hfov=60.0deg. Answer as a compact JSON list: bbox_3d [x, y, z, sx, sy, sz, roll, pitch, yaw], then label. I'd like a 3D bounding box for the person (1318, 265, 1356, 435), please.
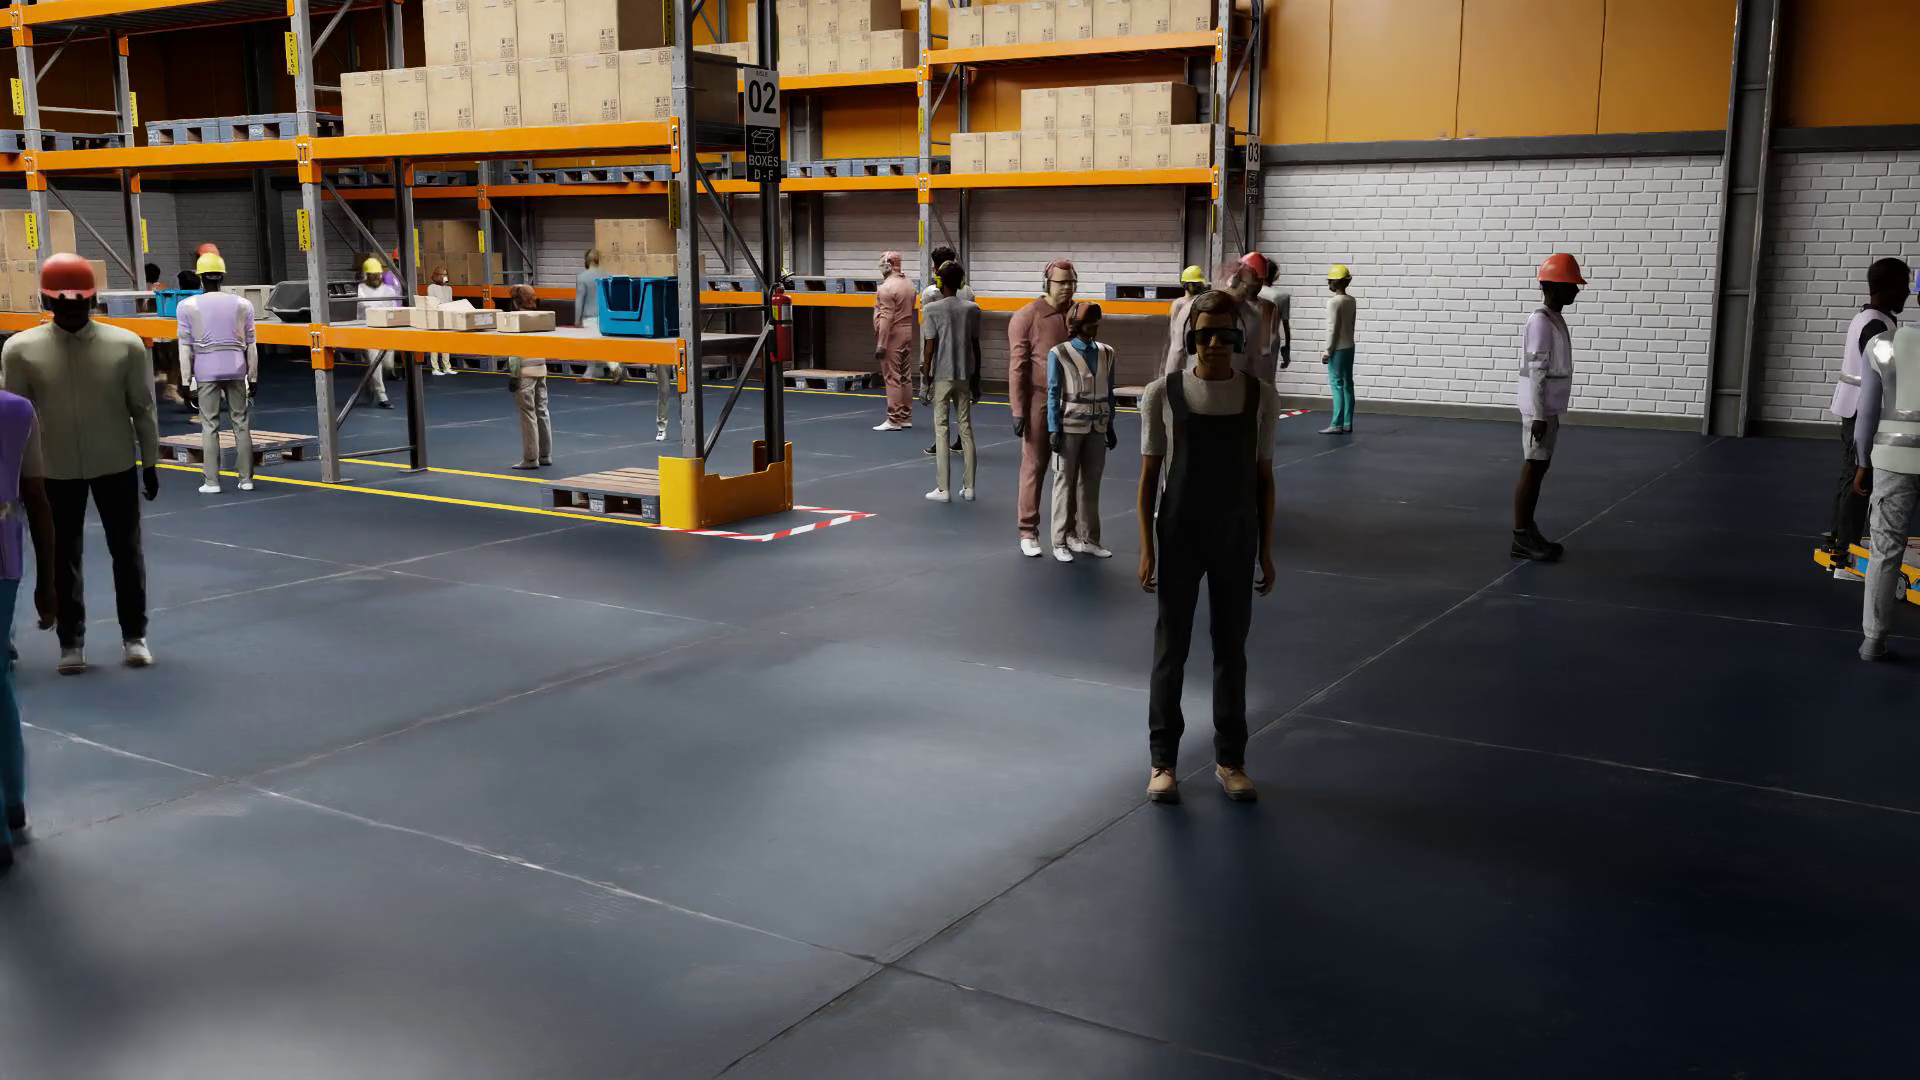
[{"bbox_3d":[3.946,-1.983,17.381,0.331,1.768,0.526,9,14,41],"label":"person"}]

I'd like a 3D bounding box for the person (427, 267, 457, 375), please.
[{"bbox_3d":[-7.800,-3.284,25.027,0.274,1.614,0.498,5,12,27],"label":"person"}]

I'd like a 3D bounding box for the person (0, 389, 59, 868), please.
[{"bbox_3d":[-3.304,0.144,5.423,0.645,1.822,0.569,7,13,35],"label":"person"}]

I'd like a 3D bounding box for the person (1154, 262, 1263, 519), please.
[{"bbox_3d":[1.780,-1.049,11.936,0.790,1.875,0.399,-1,10,-8],"label":"person"}]

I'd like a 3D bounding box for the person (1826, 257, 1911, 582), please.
[{"bbox_3d":[5.416,-0.716,9.936,0.391,1.919,0.587,4,11,22],"label":"person"}]

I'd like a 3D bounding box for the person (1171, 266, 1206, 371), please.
[{"bbox_3d":[2.315,-1.860,16.700,0.310,1.768,0.533,10,14,44],"label":"person"}]

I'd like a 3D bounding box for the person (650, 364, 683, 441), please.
[{"bbox_3d":[-2.891,-1.815,16.813,0.503,1.632,0.274,-2,10,-11],"label":"person"}]

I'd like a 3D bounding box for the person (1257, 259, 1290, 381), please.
[{"bbox_3d":[3.059,-1.896,16.730,0.529,1.826,0.858,2,10,9],"label":"person"}]

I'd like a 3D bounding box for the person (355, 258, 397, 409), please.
[{"bbox_3d":[-7.072,-2.493,20.073,0.733,1.814,0.600,9,14,42],"label":"person"}]

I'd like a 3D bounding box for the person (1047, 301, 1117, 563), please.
[{"bbox_3d":[0.767,-0.687,10.534,0.522,1.645,0.306,-6,12,-32],"label":"person"}]

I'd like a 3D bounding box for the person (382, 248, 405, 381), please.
[{"bbox_3d":[-8.042,-3.251,23.985,0.413,1.927,0.547,5,11,25],"label":"person"}]

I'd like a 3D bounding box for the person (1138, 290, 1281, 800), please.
[{"bbox_3d":[0.895,0.030,6.010,0.507,1.846,0.345,0,10,-3],"label":"person"}]

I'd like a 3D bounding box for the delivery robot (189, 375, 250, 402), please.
[{"bbox_3d":[-8.764,-1.839,19.679,0.707,0.478,0.477,-4,11,-20],"label":"delivery robot"}]

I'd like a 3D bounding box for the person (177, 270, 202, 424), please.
[{"bbox_3d":[-8.429,-2.125,18.367,0.319,1.693,0.532,-4,11,-19],"label":"person"}]

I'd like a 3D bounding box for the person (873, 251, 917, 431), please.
[{"bbox_3d":[-0.721,-2.109,17.701,0.402,1.905,0.667,5,11,25],"label":"person"}]

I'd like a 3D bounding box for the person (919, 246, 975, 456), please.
[{"bbox_3d":[-0.128,-1.765,15.620,0.613,1.962,0.364,-9,14,-41],"label":"person"}]

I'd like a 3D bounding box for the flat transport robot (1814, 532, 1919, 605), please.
[{"bbox_3d":[5.600,0.166,9.613,0.652,0.197,1.431,0,10,3],"label":"flat transport robot"}]

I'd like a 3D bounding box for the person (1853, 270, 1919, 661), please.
[{"bbox_3d":[4.570,-0.362,7.891,0.603,1.949,0.389,8,13,37],"label":"person"}]

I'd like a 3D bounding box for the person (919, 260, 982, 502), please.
[{"bbox_3d":[-0.074,-1.228,12.911,0.533,1.868,0.310,-5,11,-26],"label":"person"}]

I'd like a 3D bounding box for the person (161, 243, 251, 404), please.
[{"bbox_3d":[-9.377,-2.645,20.468,1.078,1.981,0.658,-3,11,-15],"label":"person"}]

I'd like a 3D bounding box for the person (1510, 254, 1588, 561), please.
[{"bbox_3d":[3.747,-0.841,10.578,0.375,1.935,0.551,5,12,27],"label":"person"}]

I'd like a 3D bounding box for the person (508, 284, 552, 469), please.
[{"bbox_3d":[-3.829,-1.446,14.754,0.310,1.638,0.523,3,11,17],"label":"person"}]

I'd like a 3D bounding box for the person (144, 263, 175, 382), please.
[{"bbox_3d":[-11.443,-3.085,23.724,0.319,1.700,0.581,0,10,2],"label":"person"}]

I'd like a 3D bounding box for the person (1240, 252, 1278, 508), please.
[{"bbox_3d":[2.161,-1.183,12.478,0.551,1.933,0.370,-5,11,-26],"label":"person"}]

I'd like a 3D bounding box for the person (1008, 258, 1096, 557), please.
[{"bbox_3d":[0.627,-0.845,10.691,0.652,1.904,0.402,-5,11,-27],"label":"person"}]

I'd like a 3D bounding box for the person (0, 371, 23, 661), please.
[{"bbox_3d":[-4.901,-0.287,8.021,0.647,1.767,0.993,-6,12,-32],"label":"person"}]

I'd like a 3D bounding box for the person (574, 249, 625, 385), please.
[{"bbox_3d":[-5.030,-3.090,23.136,0.916,1.914,0.632,6,12,30],"label":"person"}]

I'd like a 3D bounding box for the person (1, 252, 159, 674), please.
[{"bbox_3d":[-4.075,-0.339,7.724,0.655,1.968,0.489,-5,11,-25],"label":"person"}]

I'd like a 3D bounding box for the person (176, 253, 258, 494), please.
[{"bbox_3d":[-5.935,-1.328,13.329,0.590,1.923,0.394,-8,13,-37],"label":"person"}]
